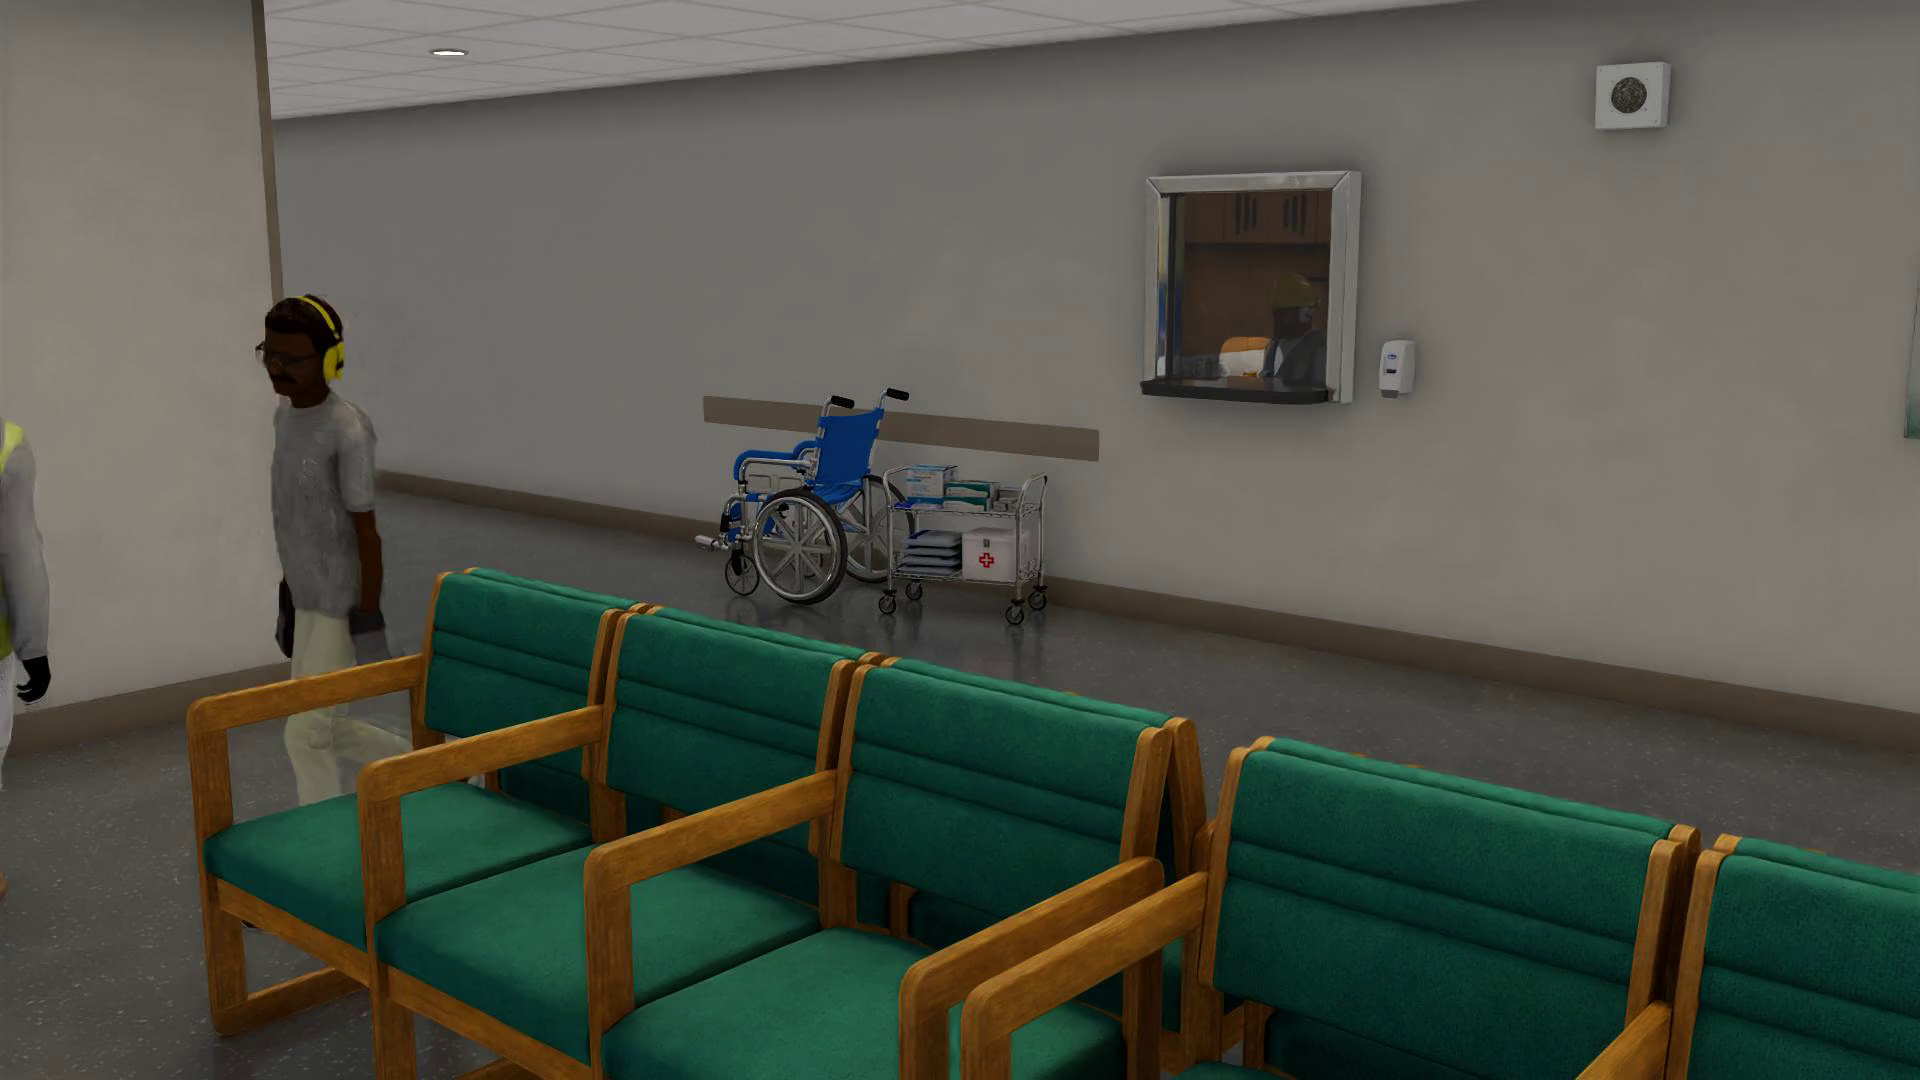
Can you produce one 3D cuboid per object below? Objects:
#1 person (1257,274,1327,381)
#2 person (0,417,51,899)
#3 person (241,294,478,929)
[{"bbox_3d":[1.807,-0.518,8.999,0.405,1.823,0.590,-4,11,-23],"label":"person"},{"bbox_3d":[-2.833,0.287,4.538,0.638,1.794,0.922,-4,11,-21],"label":"person"},{"bbox_3d":[-1.808,0.191,4.925,0.697,1.840,0.523,-9,13,-41],"label":"person"}]
